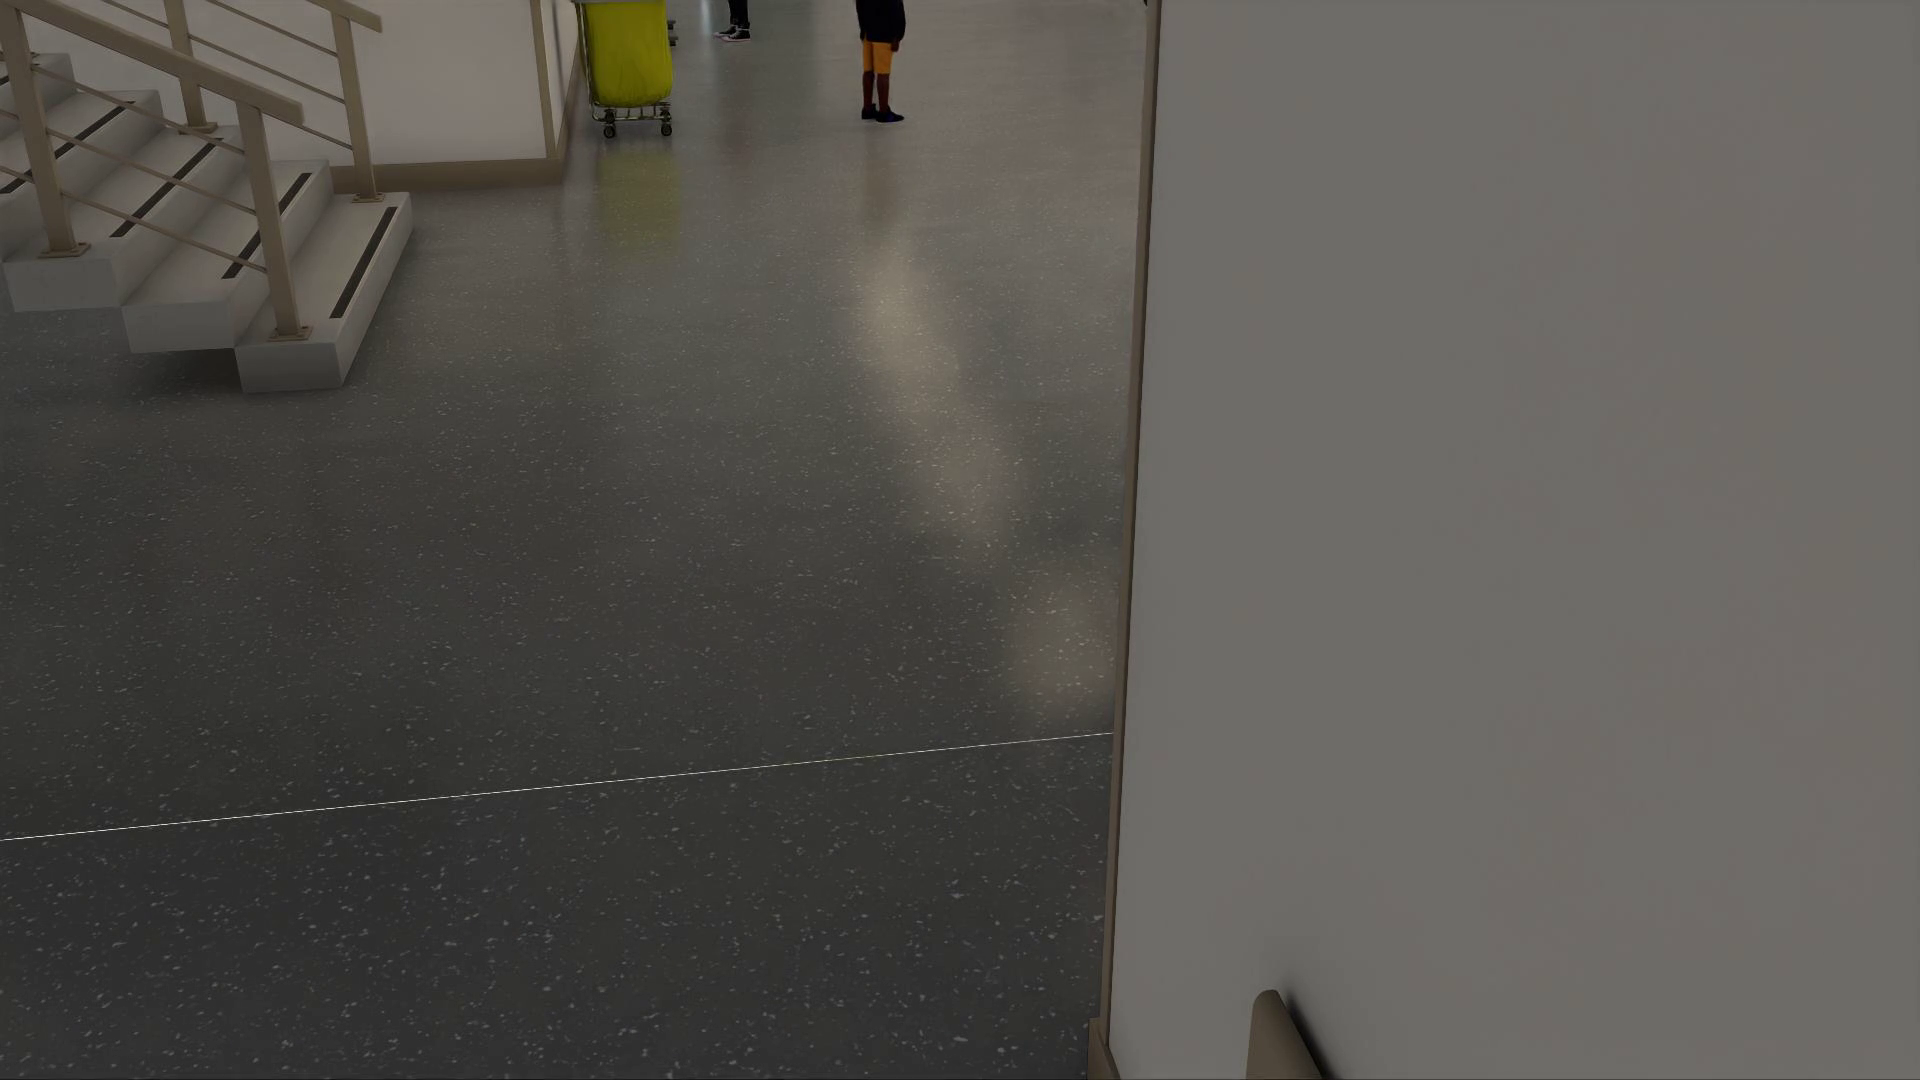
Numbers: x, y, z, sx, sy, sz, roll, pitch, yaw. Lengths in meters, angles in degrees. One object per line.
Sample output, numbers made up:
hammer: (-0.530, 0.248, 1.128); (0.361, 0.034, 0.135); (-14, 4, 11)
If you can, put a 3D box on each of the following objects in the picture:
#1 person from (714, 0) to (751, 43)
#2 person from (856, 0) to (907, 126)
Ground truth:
person: (-2.045, -5.361, 14.771); (0.583, 1.770, 0.640); (-9, 27, -18)
person: (-0.579, -3.572, 11.637); (0.660, 1.269, 0.616); (-23, 34, -39)
